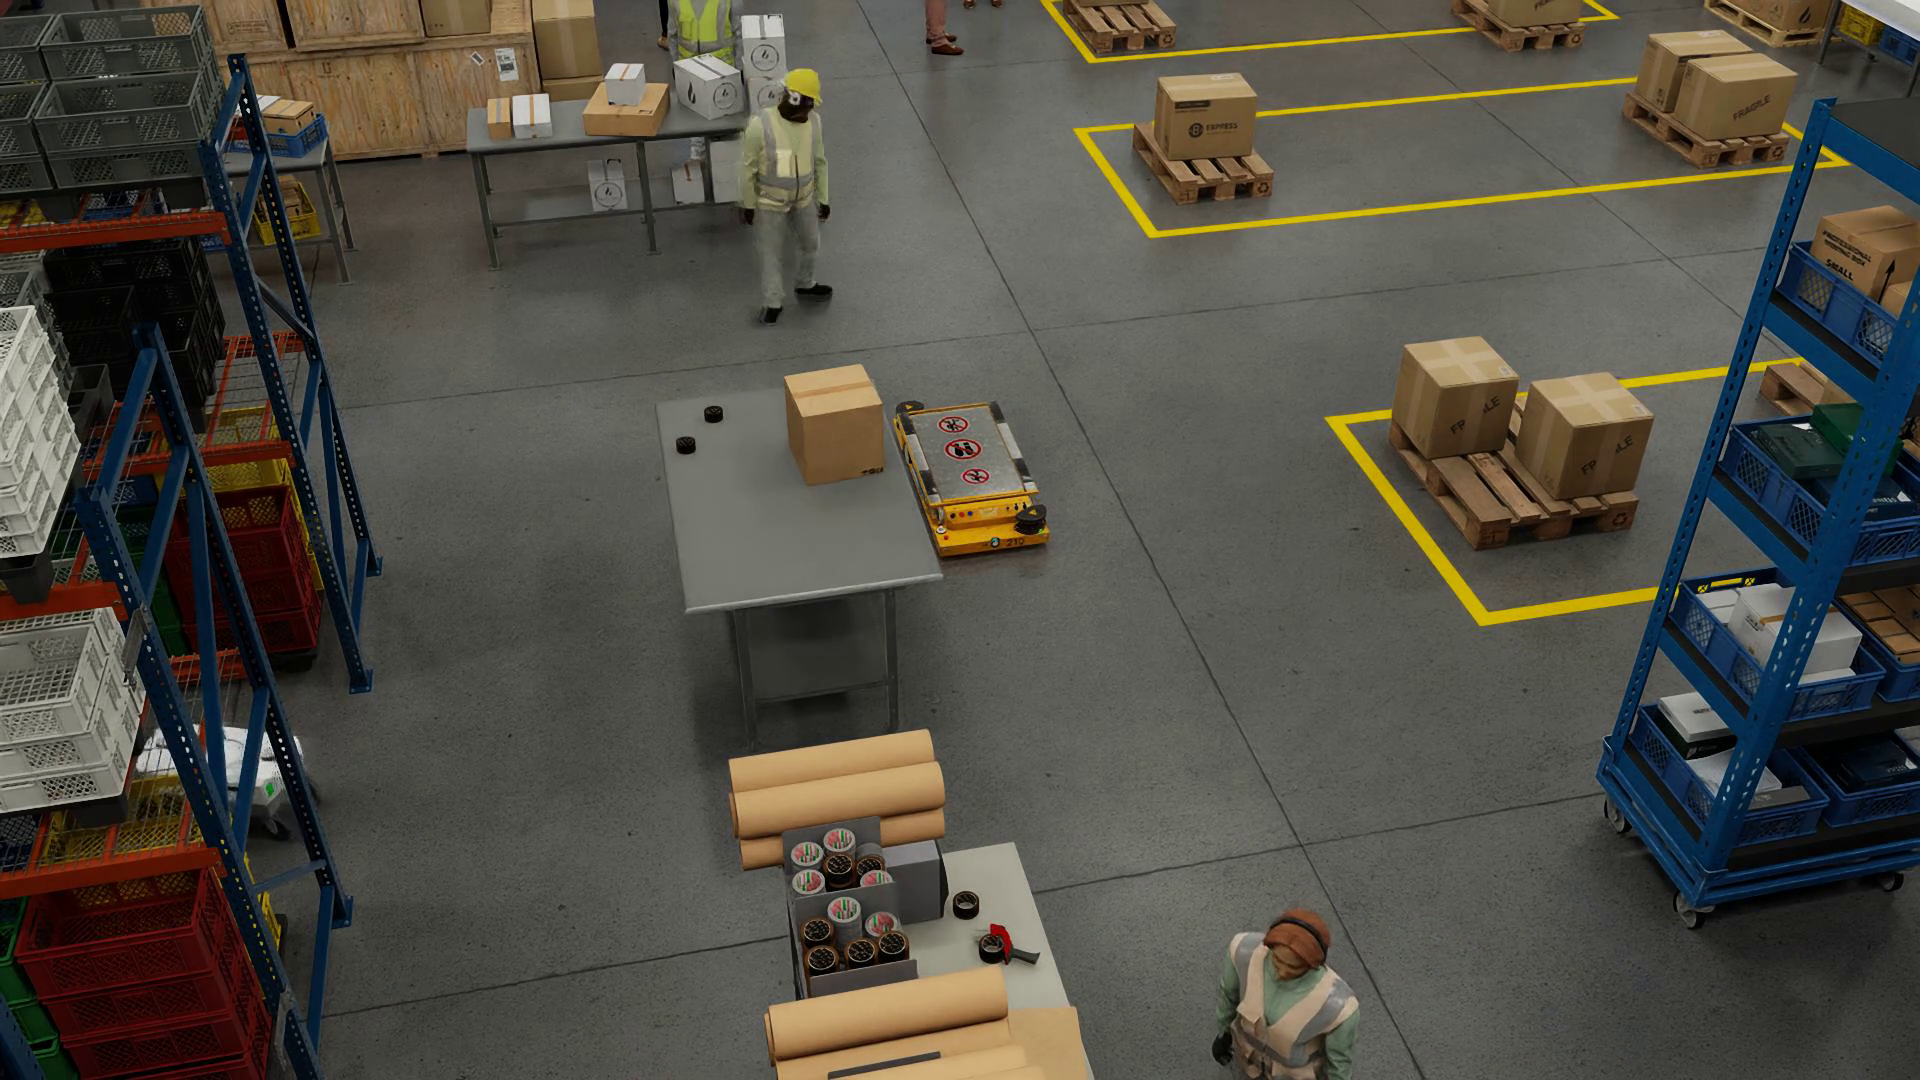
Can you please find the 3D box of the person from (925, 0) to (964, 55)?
[{"bbox_3d":[-0.156,-5.574,15.662,0.399,1.910,0.643,-4,37,-6],"label":"person"}]

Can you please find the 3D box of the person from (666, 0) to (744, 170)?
[{"bbox_3d":[-2.026,-3.808,13.344,0.634,1.839,0.429,4,37,6],"label":"person"}]

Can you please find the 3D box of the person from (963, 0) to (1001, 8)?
[{"bbox_3d":[0.256,-6.286,16.650,0.533,1.868,0.310,-2,37,-2],"label":"person"}]

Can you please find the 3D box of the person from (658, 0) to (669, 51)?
[{"bbox_3d":[-2.748,-5.505,15.741,0.535,1.700,0.318,-16,39,-20],"label":"person"}]

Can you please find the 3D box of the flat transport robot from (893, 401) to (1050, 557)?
[{"bbox_3d":[0.046,-0.430,10.108,0.652,0.197,1.431,-8,37,-10],"label":"flat transport robot"}]

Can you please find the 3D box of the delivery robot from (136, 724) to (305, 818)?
[{"bbox_3d":[-3.460,1.054,7.802,0.707,0.478,0.477,5,37,7],"label":"delivery robot"}]

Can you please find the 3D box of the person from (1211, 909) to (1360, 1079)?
[{"bbox_3d":[1.136,1.864,5.901,0.527,1.628,0.322,28,45,32],"label":"person"}]

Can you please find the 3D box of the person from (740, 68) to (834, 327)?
[{"bbox_3d":[-1.187,-2.347,11.438,0.674,1.780,0.406,-22,42,-27],"label":"person"}]
